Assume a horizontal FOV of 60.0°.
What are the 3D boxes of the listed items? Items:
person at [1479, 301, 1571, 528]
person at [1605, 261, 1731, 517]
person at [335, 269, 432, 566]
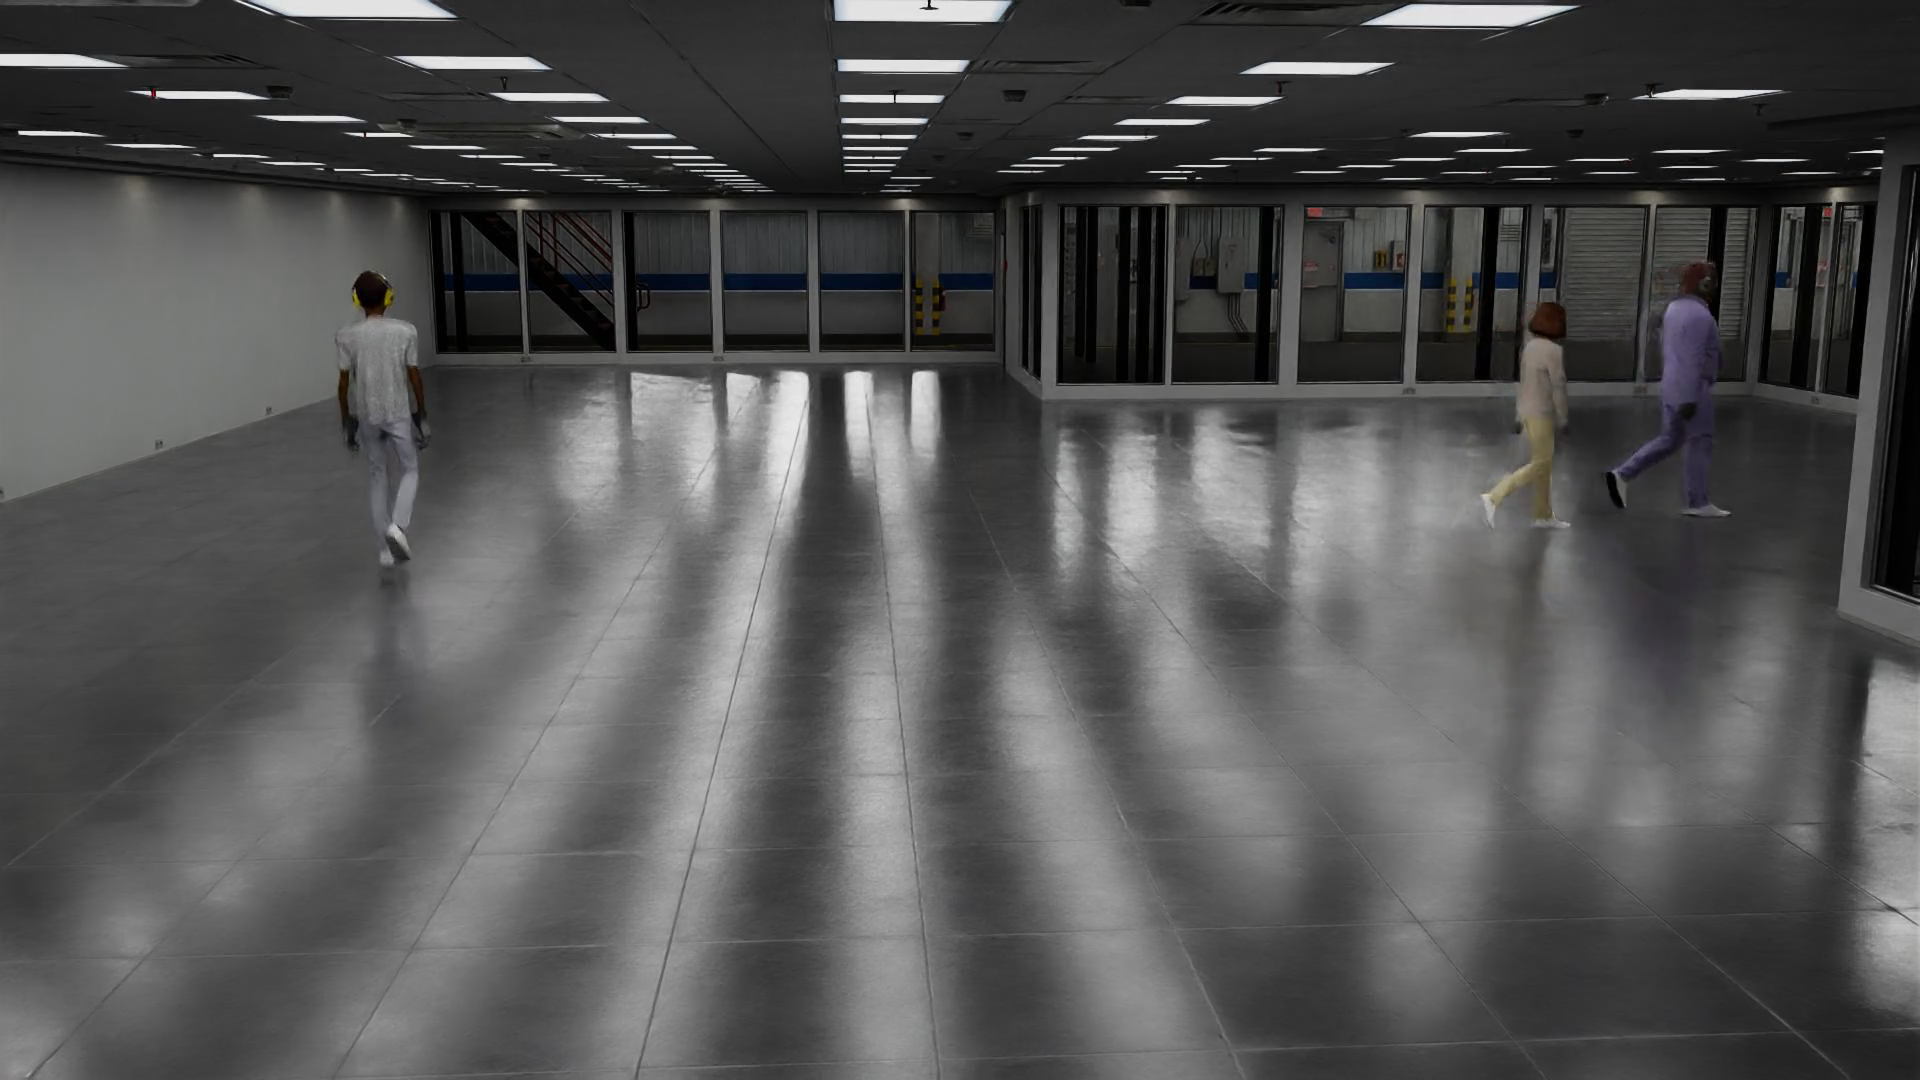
[{"bbox_3d":[3.976,-0.852,11.575,0.652,1.610,0.500,0,11,-1],"label":"person"},{"bbox_3d":[5.257,-1.100,12.209,0.801,1.882,0.650,1,11,5],"label":"person"},{"bbox_3d":[-3.581,-0.748,10.371,0.546,1.855,0.427,-2,11,-10],"label":"person"}]
